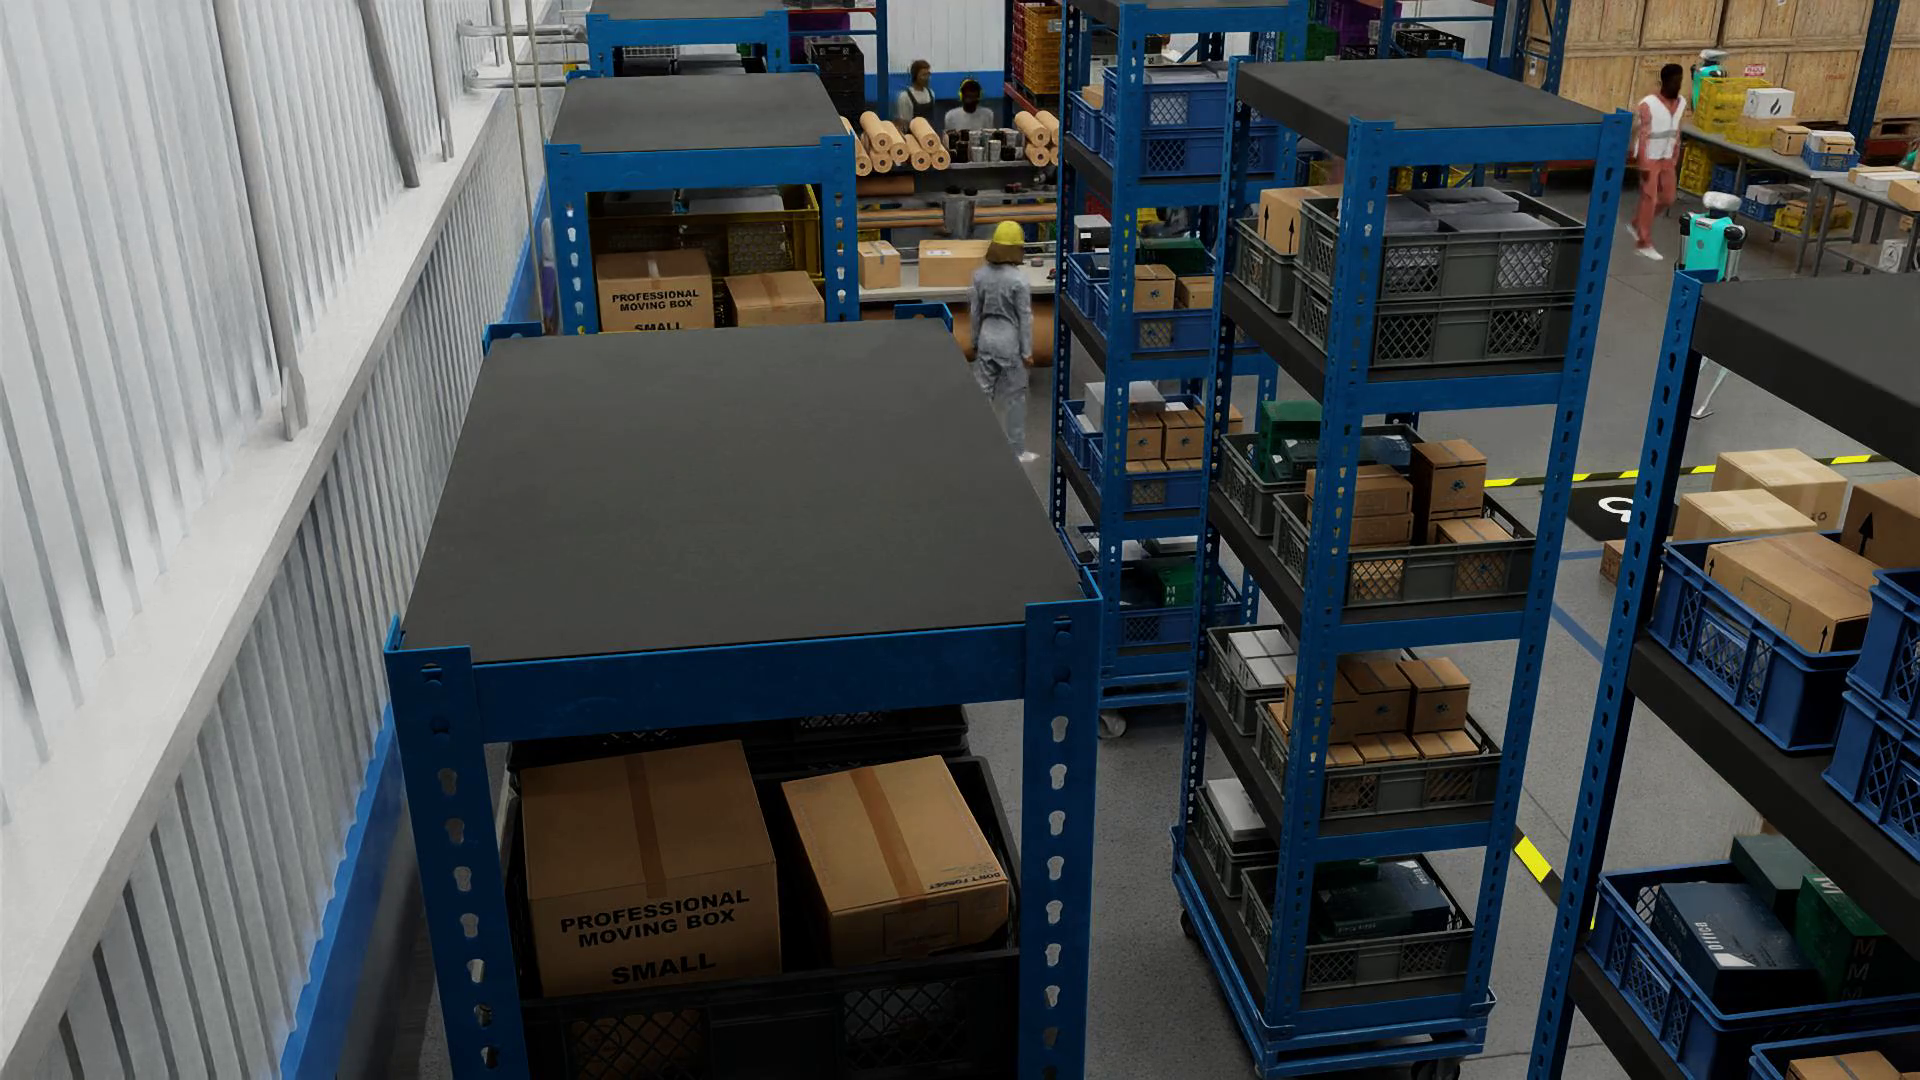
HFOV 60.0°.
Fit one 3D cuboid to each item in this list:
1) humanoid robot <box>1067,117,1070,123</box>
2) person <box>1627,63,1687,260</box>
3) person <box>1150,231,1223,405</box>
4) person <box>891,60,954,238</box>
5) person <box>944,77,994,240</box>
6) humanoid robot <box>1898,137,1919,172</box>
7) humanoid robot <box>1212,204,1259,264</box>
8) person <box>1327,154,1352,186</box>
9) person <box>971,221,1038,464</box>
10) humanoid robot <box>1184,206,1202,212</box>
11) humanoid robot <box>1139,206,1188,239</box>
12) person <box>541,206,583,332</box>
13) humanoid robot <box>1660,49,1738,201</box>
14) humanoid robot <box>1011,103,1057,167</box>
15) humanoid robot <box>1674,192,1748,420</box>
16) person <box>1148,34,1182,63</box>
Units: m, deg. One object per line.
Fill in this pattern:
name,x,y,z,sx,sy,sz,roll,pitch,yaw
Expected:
humanoid robot,1.179,-4.290,17.815,0.694,1.750,0.530,-20,31,-37
person,6.943,-3.764,16.526,0.601,1.901,0.524,-11,27,-23
person,1.476,-1.106,10.808,0.598,1.850,0.387,-3,25,-6
person,-0.447,-4.112,17.415,0.549,1.801,0.934,-21,32,-38
person,0.050,-3.674,16.436,0.600,1.830,0.664,-5,25,-10
humanoid robot,10.646,-4.428,18.168,0.922,1.769,0.546,2,25,4
humanoid robot,2.458,-2.666,14.417,0.600,1.649,0.493,12,27,24
person,3.420,-3.048,15.181,0.473,1.735,0.598,5,25,10
person,0.317,-1.336,11.470,0.536,1.723,0.562,17,30,32
humanoid robot,2.711,-4.311,17.998,0.312,1.631,0.620,-15,29,-29
humanoid robot,1.600,-1.854,12.719,0.587,1.642,0.780,19,31,35
person,-2.695,-1.736,12.048,0.670,1.979,1.018,-4,25,-9
humanoid robot,8.376,-4.534,18.391,1.014,1.728,0.532,-3,25,-6
humanoid robot,0.767,-4.564,18.417,0.684,1.757,0.536,11,27,22
humanoid robot,5.556,-1.731,12.138,0.735,1.681,0.533,-12,27,-24
person,2.326,-5.038,19.362,0.569,1.844,0.382,-18,30,-34
